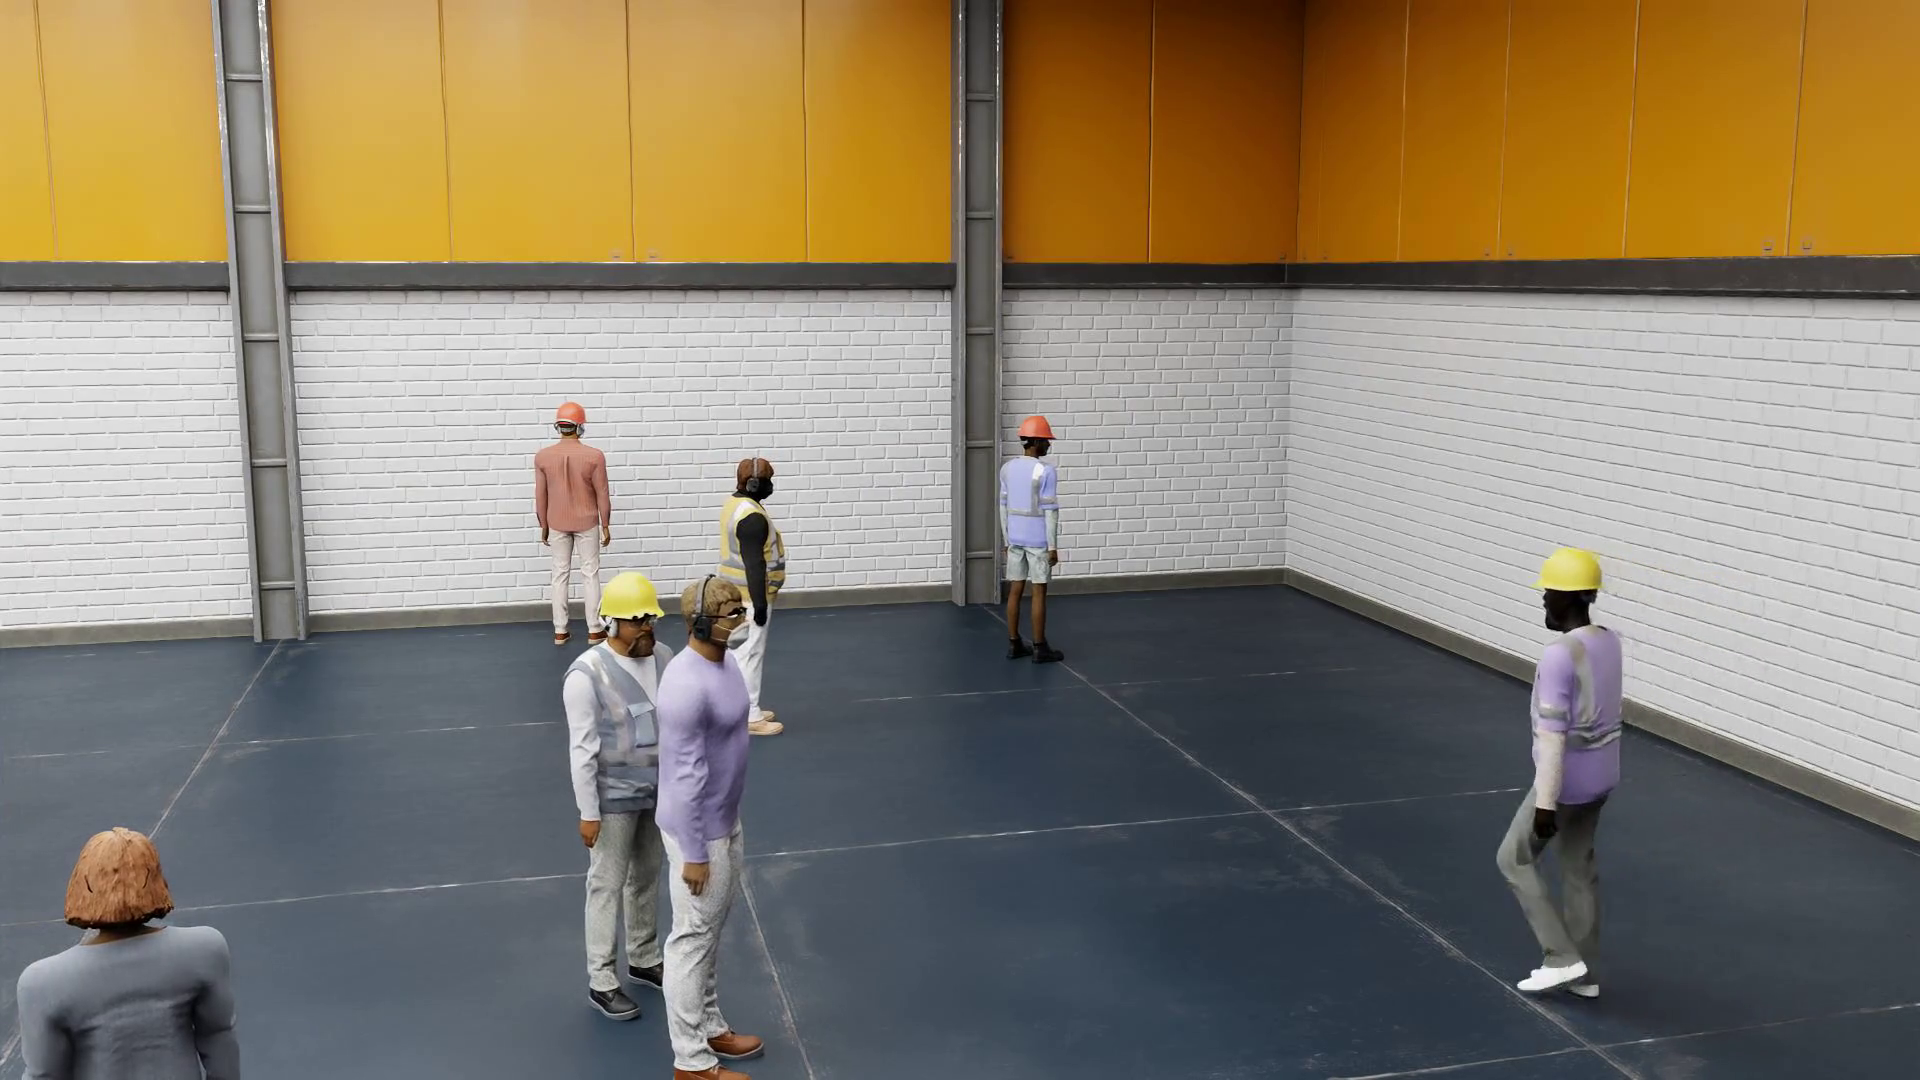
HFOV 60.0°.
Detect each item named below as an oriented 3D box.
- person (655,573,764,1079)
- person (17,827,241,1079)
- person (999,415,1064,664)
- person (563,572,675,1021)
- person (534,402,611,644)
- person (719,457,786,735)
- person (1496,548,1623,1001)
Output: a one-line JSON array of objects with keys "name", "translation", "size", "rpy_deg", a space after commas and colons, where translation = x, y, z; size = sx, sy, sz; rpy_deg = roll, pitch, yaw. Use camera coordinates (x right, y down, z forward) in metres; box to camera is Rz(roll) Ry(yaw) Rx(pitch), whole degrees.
[{"name": "person", "translation": [-0.938, 1.080, 6.218], "size": [0.377, 1.940, 0.629], "rpy_deg": [1, 9, 4]}, {"name": "person", "translation": [-2.122, 1.540, 4.299], "size": [0.509, 1.632, 0.267], "rpy_deg": [-7, 11, -37]}, {"name": "person", "translation": [0.562, -0.006, 13.009], "size": [0.547, 1.934, 0.375], "rpy_deg": [8, 12, 42]}, {"name": "person", "translation": [-1.349, 1.030, 6.862], "size": [0.403, 1.831, 0.596], "rpy_deg": [5, 11, 30]}, {"name": "person", "translation": [-3.153, -0.132, 13.608], "size": [0.611, 1.995, 0.380], "rpy_deg": [0, 9, 2]}, {"name": "person", "translation": [-1.369, 0.364, 11.016], "size": [0.429, 1.836, 0.629], "rpy_deg": [-3, 10, -18]}, {"name": "person", "translation": [2.523, 0.983, 6.920], "size": [0.610, 1.906, 0.443], "rpy_deg": [-9, 13, -43]}]
